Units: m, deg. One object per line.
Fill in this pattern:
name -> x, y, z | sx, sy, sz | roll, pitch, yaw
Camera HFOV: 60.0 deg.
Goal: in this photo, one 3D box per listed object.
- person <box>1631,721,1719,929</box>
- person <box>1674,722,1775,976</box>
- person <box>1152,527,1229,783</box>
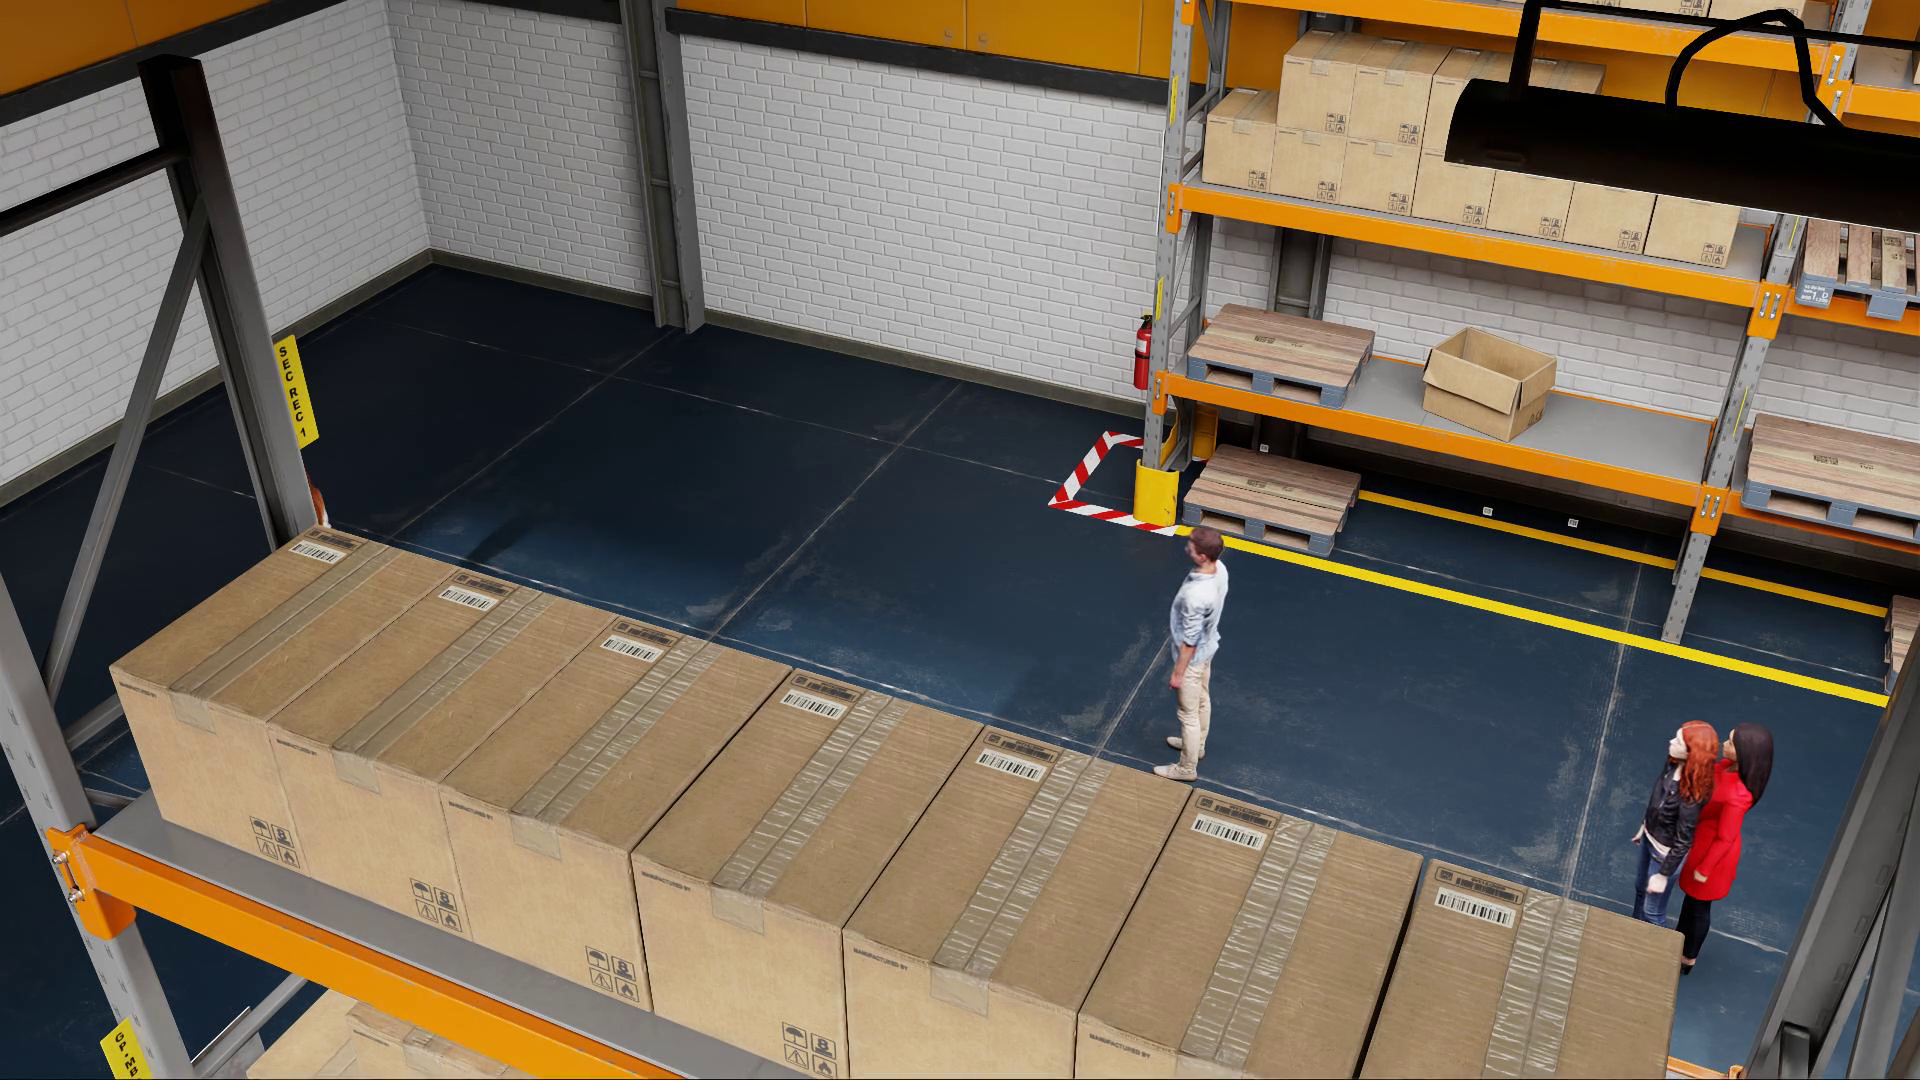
person -> 3.772, 1.683, 8.953 | 0.609, 1.787, 0.636 | 4, 34, 6
person -> 4.060, 1.678, 8.996 | 0.634, 1.748, 0.634 | 11, 35, 15
person -> 1.467, 0.705, 10.369 | 0.539, 1.848, 0.638 | 14, 36, 20
